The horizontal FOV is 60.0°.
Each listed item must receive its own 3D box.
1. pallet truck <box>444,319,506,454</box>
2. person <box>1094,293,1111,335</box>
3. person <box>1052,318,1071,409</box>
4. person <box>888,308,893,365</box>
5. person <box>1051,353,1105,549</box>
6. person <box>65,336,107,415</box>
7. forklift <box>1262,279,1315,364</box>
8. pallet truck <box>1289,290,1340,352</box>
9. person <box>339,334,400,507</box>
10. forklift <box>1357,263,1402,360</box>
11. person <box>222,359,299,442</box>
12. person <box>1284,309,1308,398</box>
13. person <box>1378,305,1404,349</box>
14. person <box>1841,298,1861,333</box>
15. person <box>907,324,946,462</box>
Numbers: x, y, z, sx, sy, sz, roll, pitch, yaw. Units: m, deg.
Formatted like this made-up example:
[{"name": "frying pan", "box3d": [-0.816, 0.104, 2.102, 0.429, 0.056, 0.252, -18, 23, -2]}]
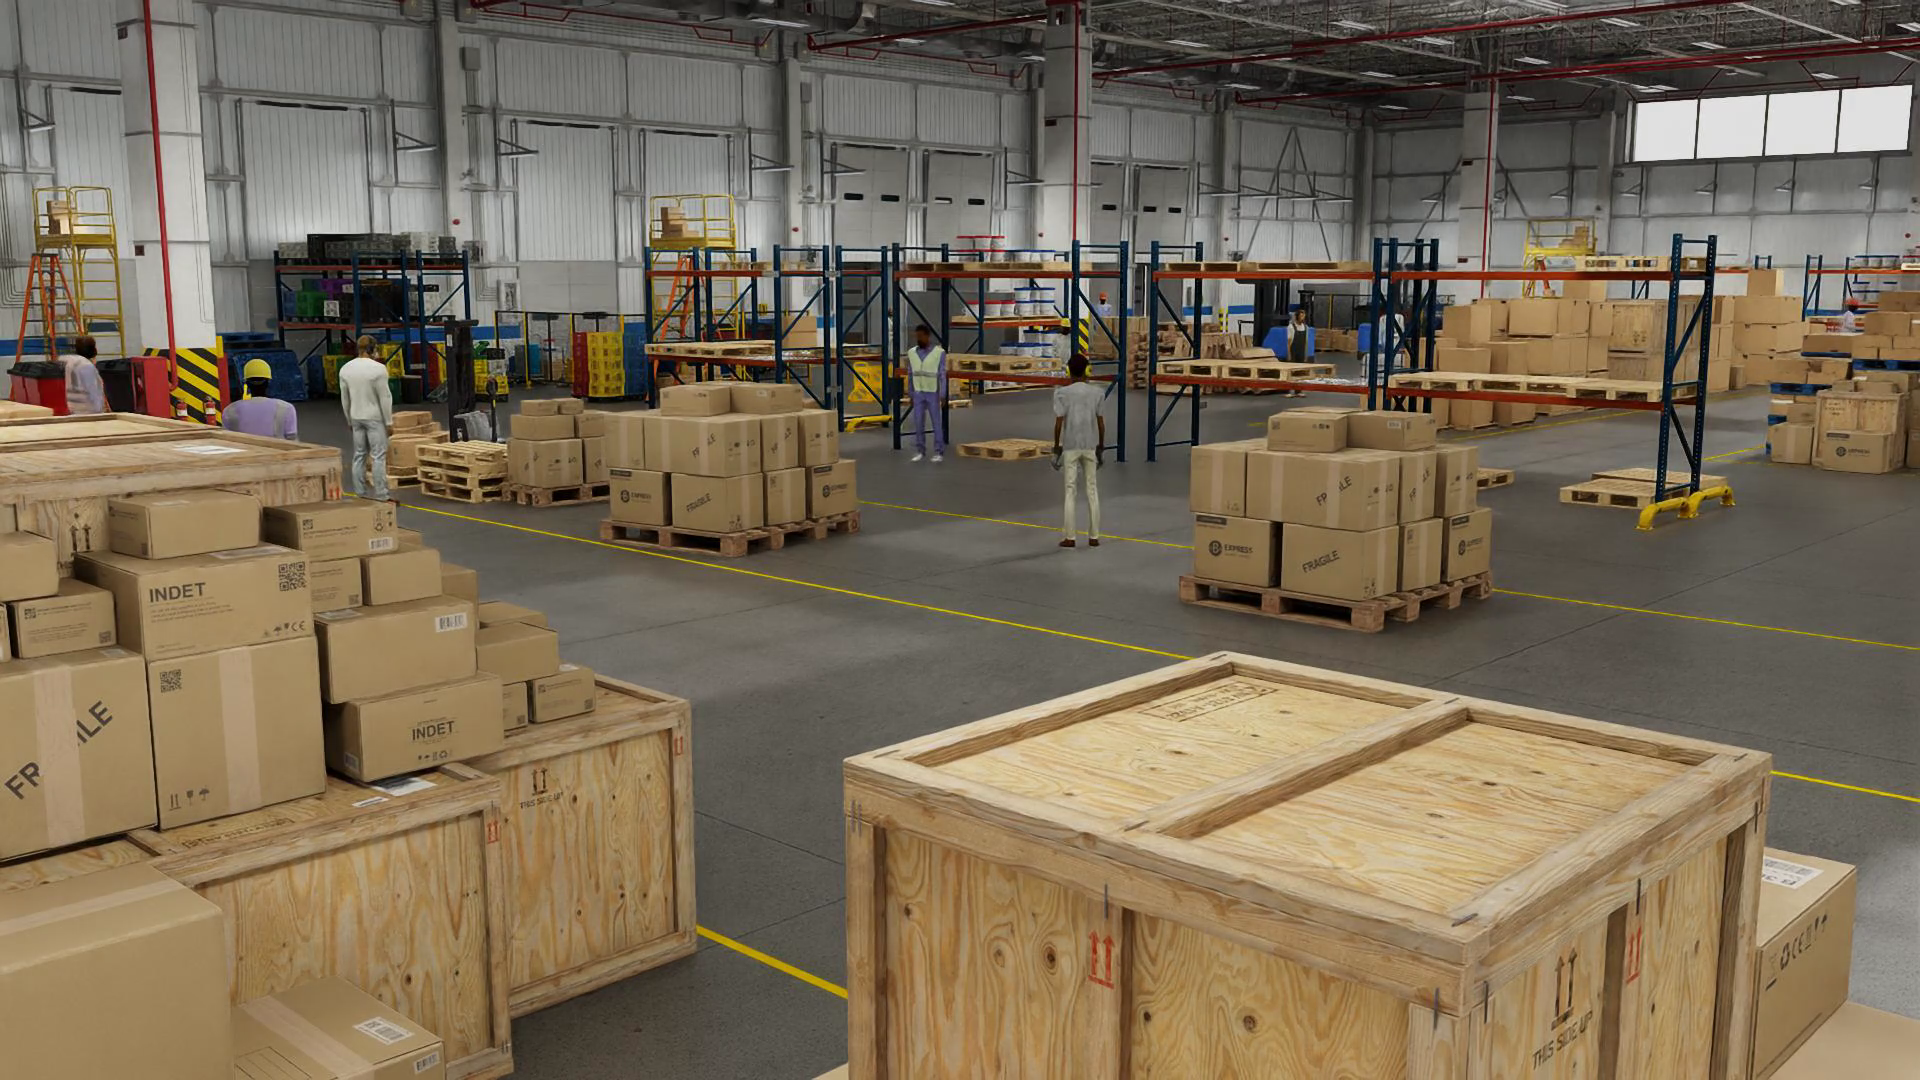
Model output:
[{"name": "pallet truck", "box3d": [-6.981, -1.942, 22.150, 1.885, 1.965, 0.823, 1, 9, 9]}, {"name": "person", "box3d": [4.399, -6.671, 51.369, 0.543, 1.929, 0.384, 1, 9, 6]}, {"name": "person", "box3d": [1.981, -3.318, 31.403, 0.487, 1.738, 0.320, 1, 9, 4]}, {"name": "person", "box3d": [-1.890, -5.310, 43.927, 0.314, 1.634, 0.516, 2, 9, 13]}, {"name": "person", "box3d": [1.120, -0.838, 15.800, 0.521, 1.864, 0.335, -1, 9, -7]}, {"name": "person", "box3d": [-10.861, -1.643, 20.886, 0.820, 1.808, 0.653, -8, 12, -42]}, {"name": "forklift", "box3d": [8.555, -6.090, 44.881, 1.873, 2.768, 1.129, 9, 13, 43]}, {"name": "pallet truck", "box3d": [11.297, -6.951, 52.861, 1.885, 1.965, 0.823, -5, 11, -29]}, {"name": "person", "box3d": [-6.560, -1.309, 18.468, 0.627, 1.934, 0.371, 3, 10, 19]}, {"name": "forklift", "box3d": [12.273, -6.458, 47.142, 1.873, 2.768, 1.129, 3, 10, 15]}, {"name": "person", "box3d": [-5.756, -0.532, 13.759, 0.585, 1.918, 0.393, -2, 9, -9]}, {"name": "person", "box3d": [6.943, -3.822, 34.211, 0.519, 1.833, 0.370, -4, 10, -25]}, {"name": "person", "box3d": [10.243, -4.712, 39.522, 0.621, 1.867, 0.544, 3, 10, 16]}, {"name": "person", "box3d": [22.661, -5.157, 42.150, 0.906, 1.896, 0.564, 5, 10, 26]}, {"name": "person", "box3d": [-0.456, -2.021, 22.928, 0.583, 1.910, 0.390, 4, 10, 25]}]
